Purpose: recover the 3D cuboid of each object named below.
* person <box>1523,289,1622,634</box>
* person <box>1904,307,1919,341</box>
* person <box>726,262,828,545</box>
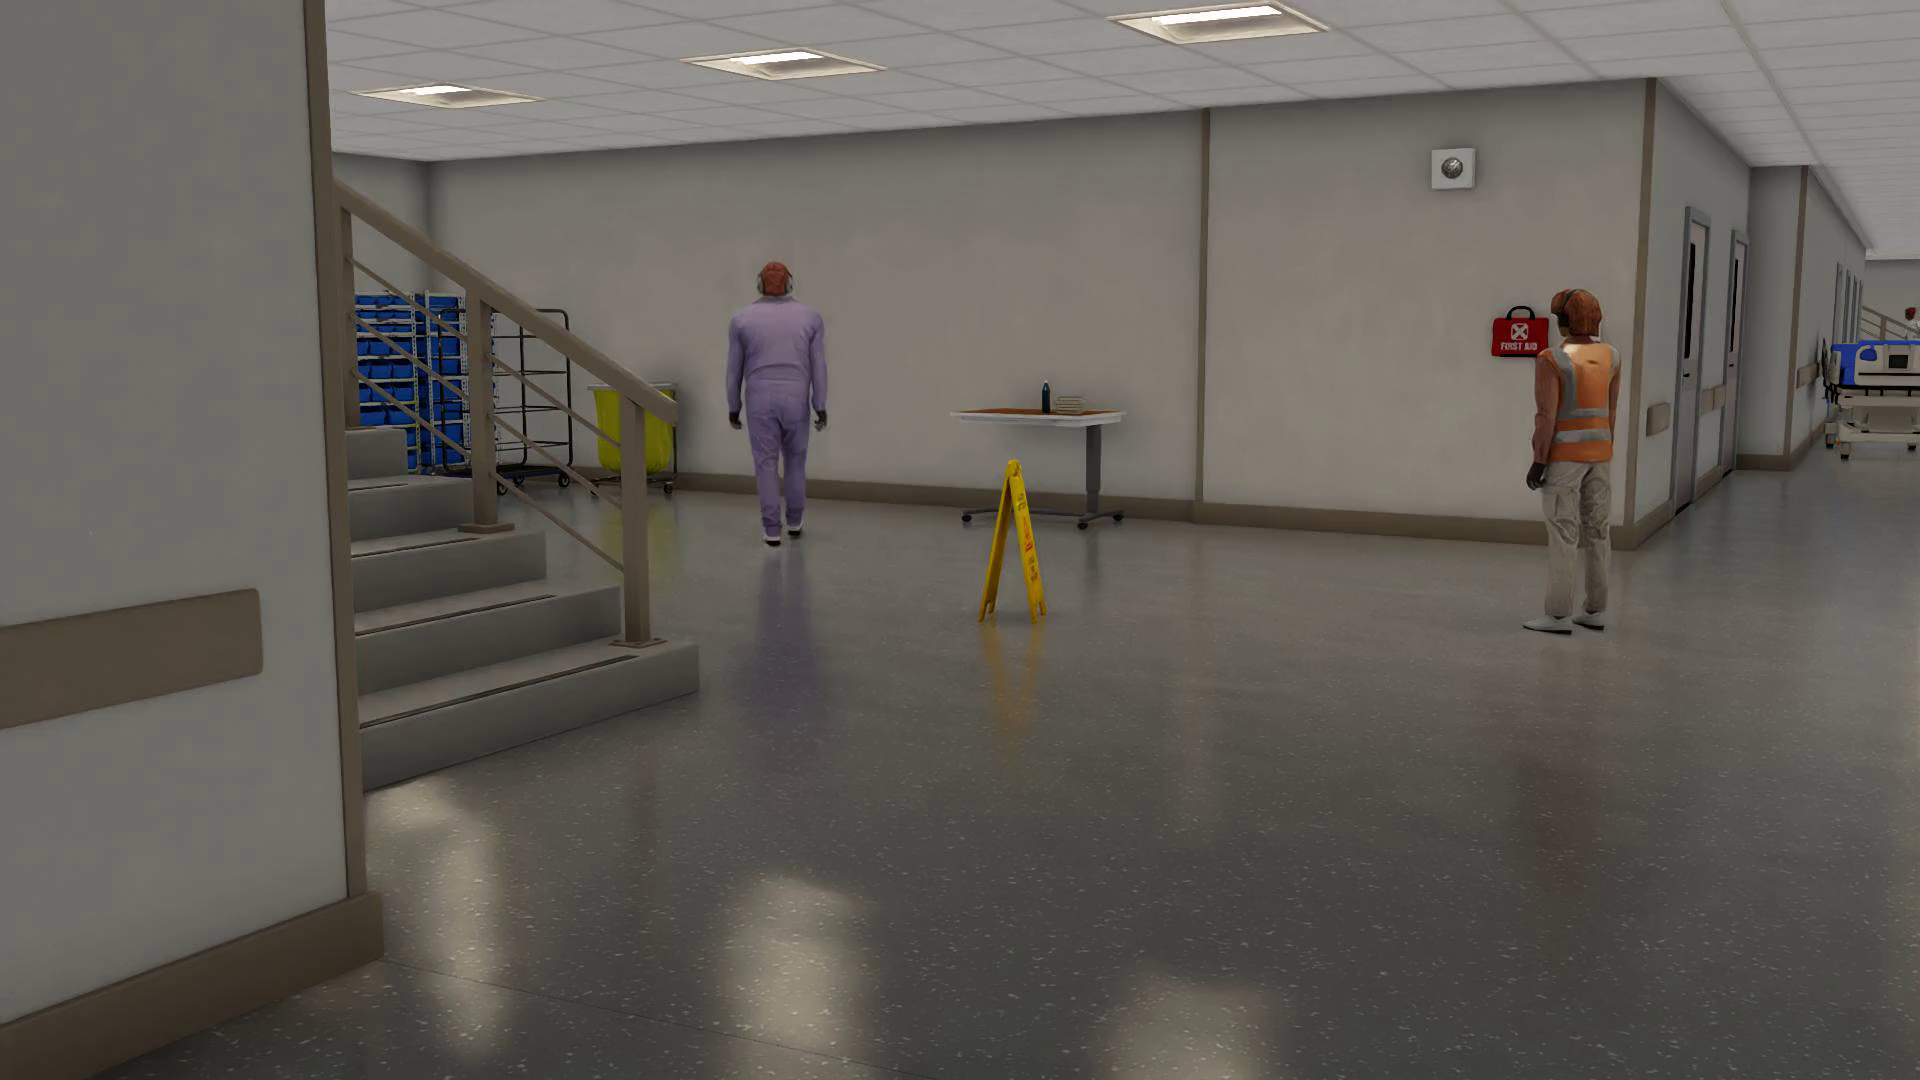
[{"bbox_3d":[2.918,-0.369,7.918,0.515,1.642,0.314,-4,8,-25],"label":"person"},{"bbox_3d":[21.924,-4.414,38.204,0.496,1.870,0.694,4,9,31],"label":"person"},{"bbox_3d":[-1.258,-0.932,11.328,0.674,1.877,0.833,-1,8,-11],"label":"person"}]
